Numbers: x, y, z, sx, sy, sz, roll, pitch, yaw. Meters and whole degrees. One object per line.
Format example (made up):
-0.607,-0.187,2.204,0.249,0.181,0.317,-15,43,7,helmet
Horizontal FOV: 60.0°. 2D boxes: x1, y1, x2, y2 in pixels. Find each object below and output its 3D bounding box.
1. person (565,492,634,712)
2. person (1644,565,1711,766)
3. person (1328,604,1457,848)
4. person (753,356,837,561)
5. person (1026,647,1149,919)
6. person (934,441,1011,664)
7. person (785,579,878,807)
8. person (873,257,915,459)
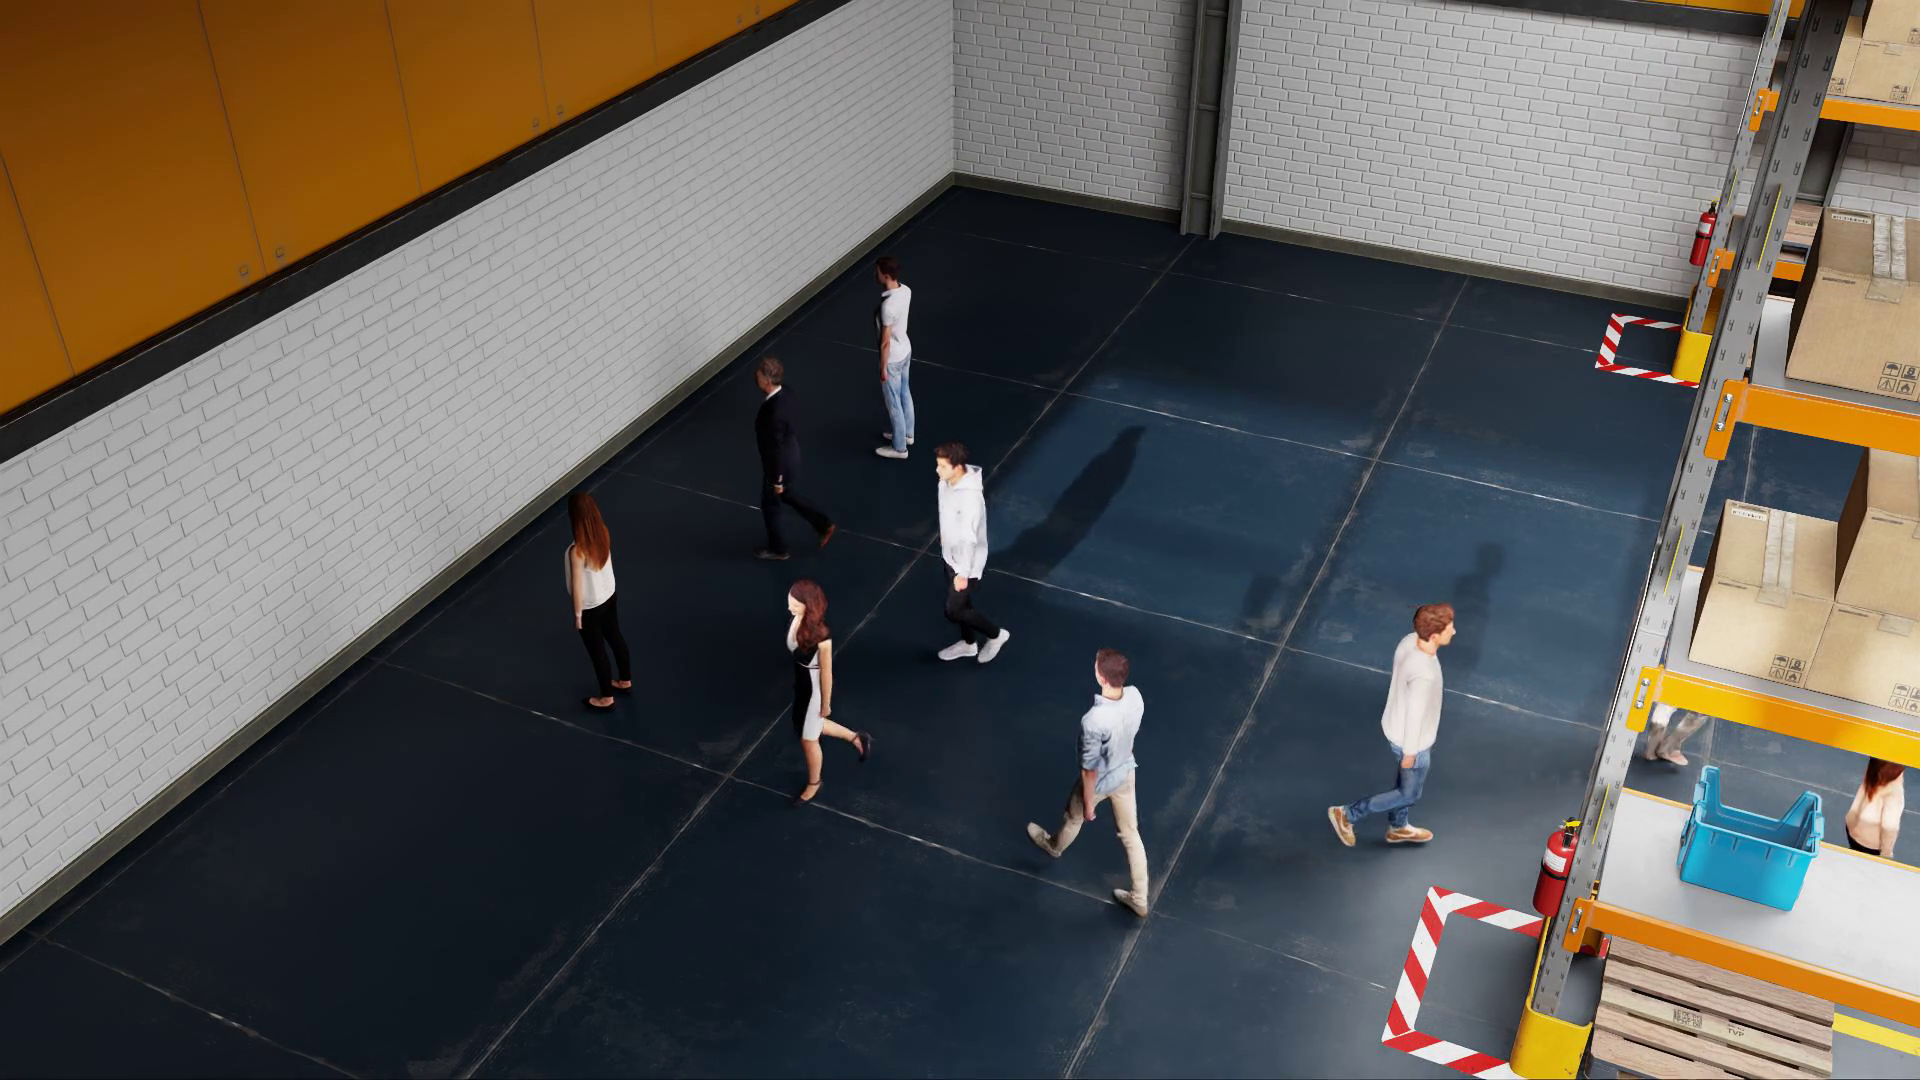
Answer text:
-2.500,0.421,11.474,0.499,1.720,0.567,13,36,19,person
4.724,0.790,10.924,0.764,1.716,0.713,-8,34,-12,person
2.675,1.173,10.191,1.045,1.889,0.859,2,34,3,person
-1.324,-0.617,12.962,0.984,1.801,0.822,6,34,8,person
0.932,1.474,9.820,1.009,1.798,1.301,-26,41,-33,person
0.071,0.122,11.756,0.950,1.906,0.891,-13,36,-19,person
-0.860,0.946,10.629,0.934,1.781,0.913,-17,37,-24,person
-0.555,-1.593,14.387,0.577,1.851,0.651,11,35,16,person
